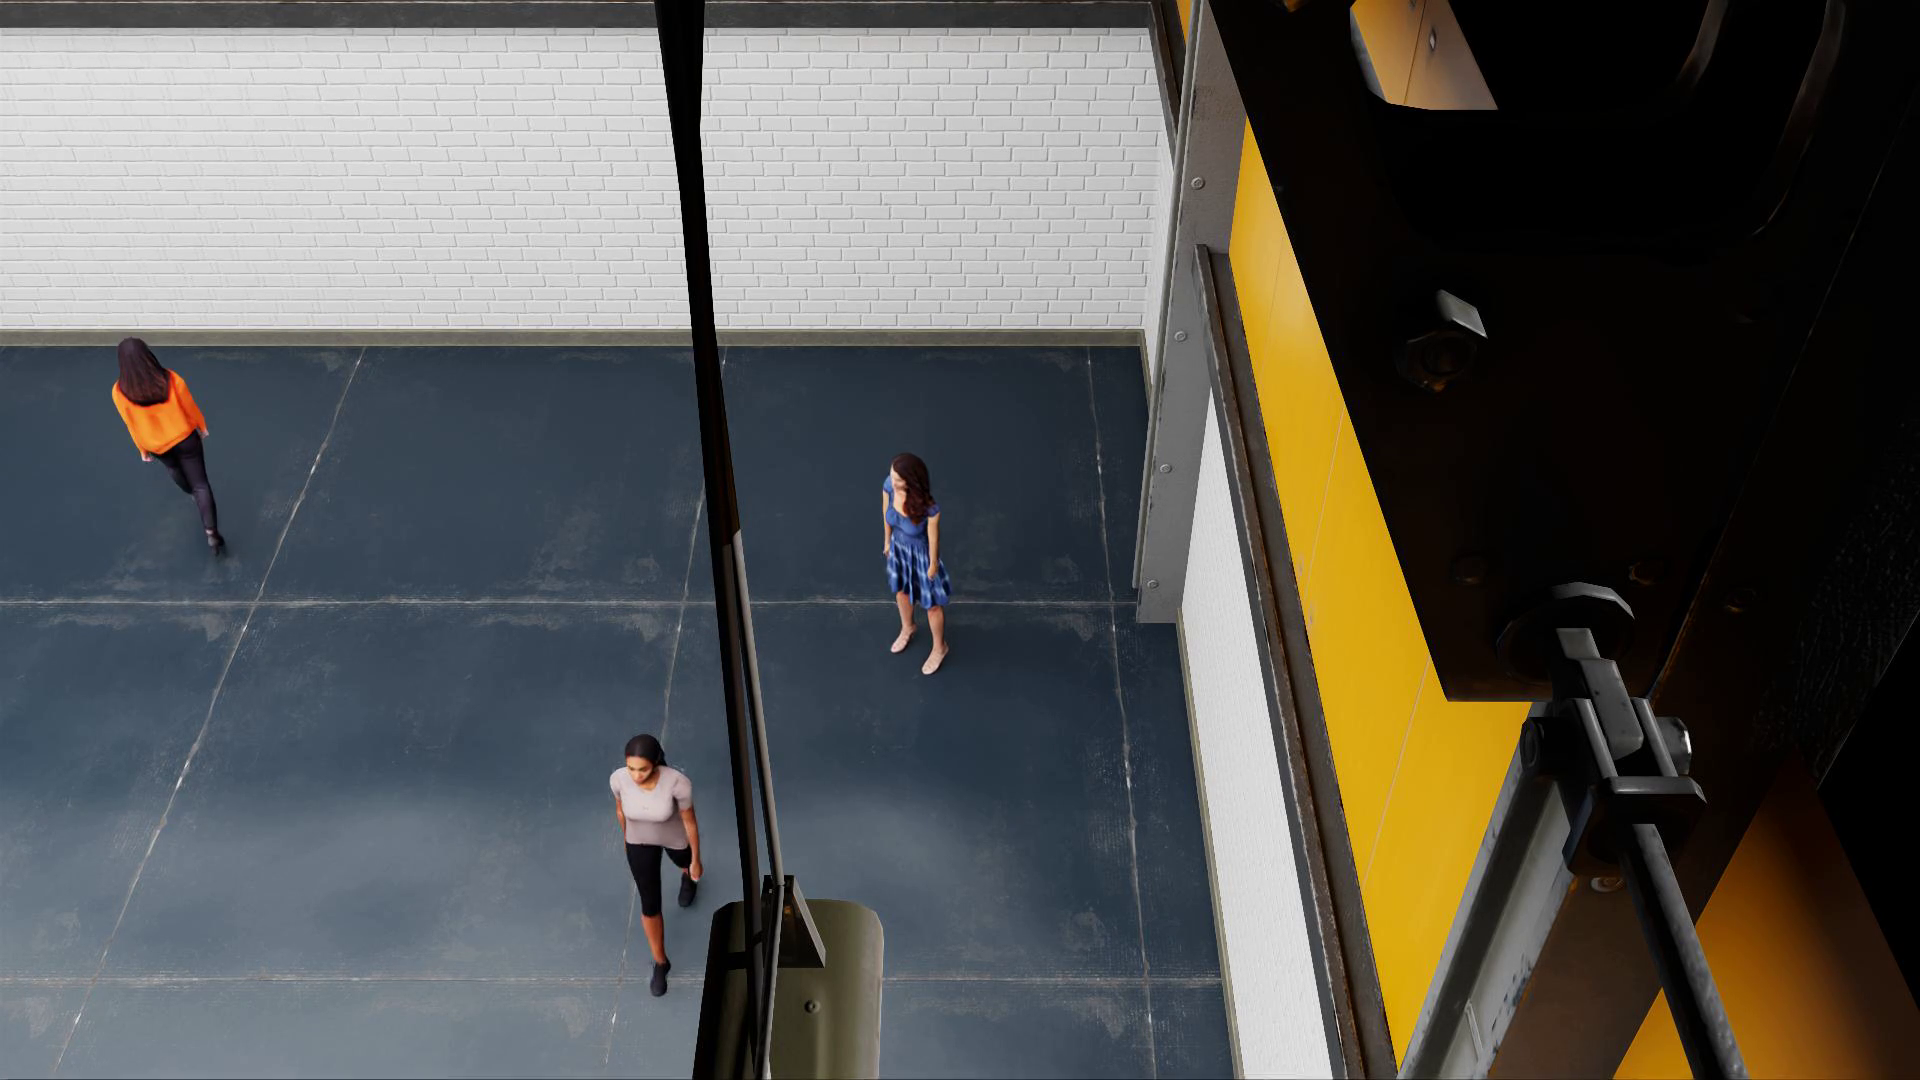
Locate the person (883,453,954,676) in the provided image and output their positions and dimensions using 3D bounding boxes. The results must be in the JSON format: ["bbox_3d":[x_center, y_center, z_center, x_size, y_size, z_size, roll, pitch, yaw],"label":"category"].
[{"bbox_3d":[-0.297,0.139,10.661,0.774,1.802,0.820,30,51,28],"label":"person"}]

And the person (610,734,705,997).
[{"bbox_3d":[-1.624,1.605,9.196,0.636,1.701,1.125,2,44,2],"label":"person"}]

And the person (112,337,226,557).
[{"bbox_3d":[-5.440,-0.624,11.535,0.821,1.702,1.133,-12,45,-12],"label":"person"}]
